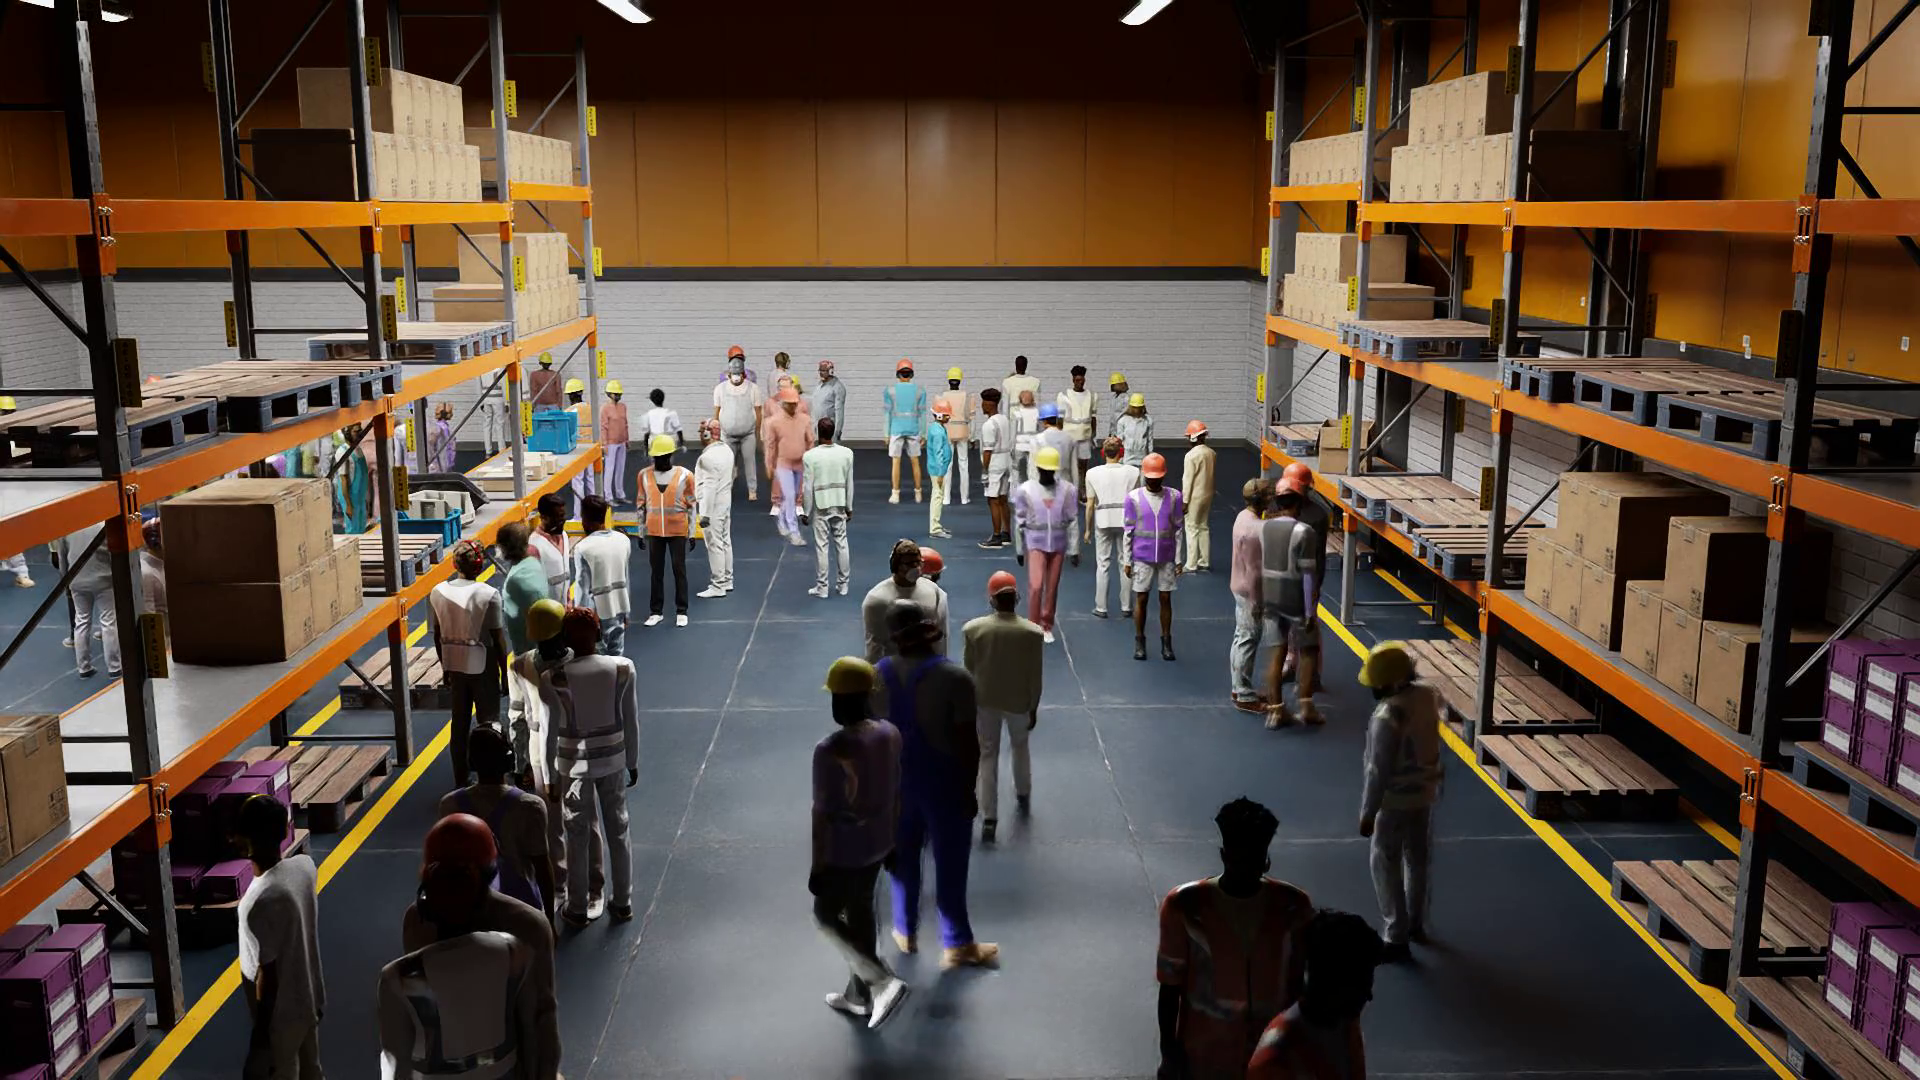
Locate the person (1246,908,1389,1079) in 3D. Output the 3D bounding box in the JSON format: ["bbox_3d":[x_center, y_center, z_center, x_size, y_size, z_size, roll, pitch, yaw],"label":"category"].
[{"bbox_3d":[1.148,2.108,5.305,0.583,1.939,0.649,9,14,38],"label":"person"}]

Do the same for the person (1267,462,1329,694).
[{"bbox_3d":[2.868,0.318,14.190,0.416,1.986,0.618,-7,13,-31],"label":"person"}]

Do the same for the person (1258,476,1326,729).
[{"bbox_3d":[2.614,0.502,13.256,0.592,1.985,0.654,-10,15,-41],"label":"person"}]

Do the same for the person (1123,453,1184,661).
[{"bbox_3d":[1.768,0.154,15.163,0.550,1.925,0.391,0,11,-2],"label":"person"}]

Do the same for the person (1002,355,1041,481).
[{"bbox_3d":[0.926,-1.811,25.021,0.597,1.916,0.371,-2,11,-11],"label":"person"}]

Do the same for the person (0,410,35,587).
[{"bbox_3d":[-10.322,-0.446,17.868,0.537,2.000,0.690,7,13,30],"label":"person"}]

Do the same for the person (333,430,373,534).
[{"bbox_3d":[-7.700,-0.922,21.234,0.526,1.641,0.840,-4,12,-17],"label":"person"}]

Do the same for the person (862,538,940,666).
[{"bbox_3d":[-0.366,0.938,11.181,0.635,1.939,0.361,-11,15,-43],"label":"person"}]

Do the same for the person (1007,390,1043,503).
[{"bbox_3d":[0.874,-1.275,23.082,0.538,1.611,0.690,-5,12,-25],"label":"person"}]

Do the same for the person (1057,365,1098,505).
[{"bbox_3d":[1.633,-1.455,23.113,0.608,1.966,0.370,-3,12,-16],"label":"person"}]

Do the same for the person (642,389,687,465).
[{"bbox_3d":[-4.138,-1.262,22.981,0.531,1.648,0.889,5,12,24],"label":"person"}]

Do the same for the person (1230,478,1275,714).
[{"bbox_3d":[2.402,0.448,13.645,0.372,1.939,0.630,1,11,3],"label":"person"}]

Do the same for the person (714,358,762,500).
[{"bbox_3d":[-3.134,-1.564,23.475,0.681,2.000,0.535,0,11,-2],"label":"person"}]

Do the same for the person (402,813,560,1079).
[{"bbox_3d":[-1.758,1.935,6.077,0.618,1.986,0.408,3,12,14],"label":"person"}]

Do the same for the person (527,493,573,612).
[{"bbox_3d":[-3.242,0.565,13.143,0.405,1.909,0.597,2,12,11],"label":"person"}]

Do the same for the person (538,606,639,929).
[{"bbox_3d":[-2.117,1.299,9.532,0.575,1.880,0.359,-6,13,-27],"label":"person"}]

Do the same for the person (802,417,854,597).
[{"bbox_3d":[-1.399,-0.345,17.670,0.590,1.919,0.392,-6,13,-29],"label":"person"}]

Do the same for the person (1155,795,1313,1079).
[{"bbox_3d":[1.030,1.905,6.273,0.603,1.963,0.368,-2,11,-9],"label":"person"}]

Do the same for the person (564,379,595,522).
[{"bbox_3d":[-4.959,-1.143,21.692,0.400,1.915,0.588,6,13,28],"label":"person"}]

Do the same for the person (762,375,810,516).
[{"bbox_3d":[-2.321,-1.266,22.320,0.654,1.904,0.406,-1,11,-5],"label":"person"}]

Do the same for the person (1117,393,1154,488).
[{"bbox_3d":[2.282,-1.046,21.629,0.492,1.740,0.325,-2,11,-8],"label":"person"}]

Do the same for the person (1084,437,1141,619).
[{"bbox_3d":[1.533,-0.115,16.717,0.563,1.839,0.393,-1,11,-5],"label":"person"}]

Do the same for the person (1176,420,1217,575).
[{"bbox_3d":[2.669,-0.485,18.825,0.350,1.739,0.574,9,14,38],"label":"person"}]

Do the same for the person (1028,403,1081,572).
[{"bbox_3d":[1.098,-0.617,19.089,0.749,1.910,0.516,-7,13,-30],"label":"person"}]

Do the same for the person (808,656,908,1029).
[{"bbox_3d":[-0.492,1.527,8.300,0.536,1.908,0.616,8,14,36],"label":"person"}]

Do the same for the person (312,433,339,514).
[{"bbox_3d":[-8.588,-1.203,22.440,0.321,1.737,0.483,3,12,13],"label":"person"}]

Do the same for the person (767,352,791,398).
[{"bbox_3d":[-2.720,-1.914,25.490,0.373,1.940,0.629,-8,14,-34],"label":"person"}]

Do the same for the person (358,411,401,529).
[{"bbox_3d":[-7.434,-1.022,21.230,0.671,1.856,0.819,-1,11,-5],"label":"person"}]

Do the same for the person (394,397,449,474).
[{"bbox_3d":[-6.349,-0.756,19.657,0.601,1.948,0.386,-2,11,-11],"label":"person"}]

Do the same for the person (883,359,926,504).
[{"bbox_3d":[-0.776,-1.526,23.345,0.605,2.024,0.464,-2,11,-9],"label":"person"}]

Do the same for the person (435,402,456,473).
[{"bbox_3d":[-6.663,-0.969,21.524,0.318,1.631,0.524,-5,12,-25],"label":"person"}]
